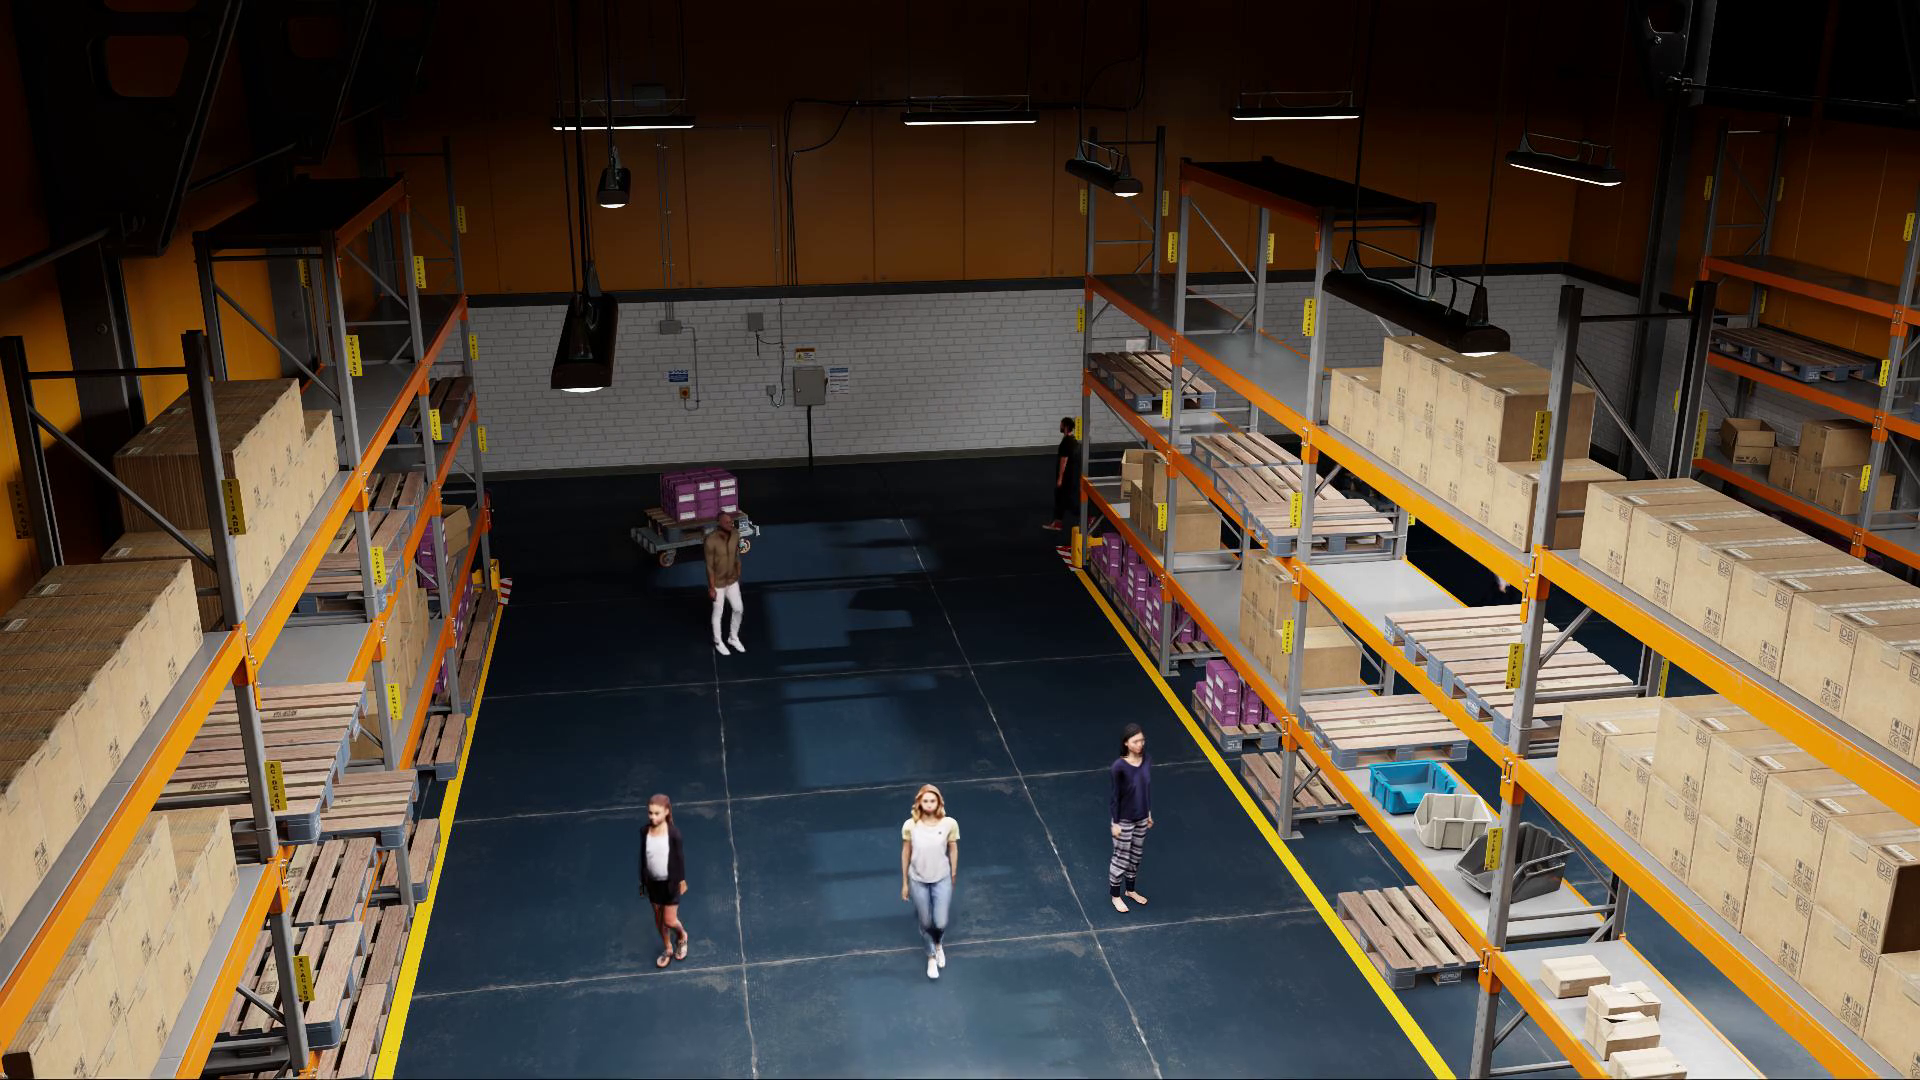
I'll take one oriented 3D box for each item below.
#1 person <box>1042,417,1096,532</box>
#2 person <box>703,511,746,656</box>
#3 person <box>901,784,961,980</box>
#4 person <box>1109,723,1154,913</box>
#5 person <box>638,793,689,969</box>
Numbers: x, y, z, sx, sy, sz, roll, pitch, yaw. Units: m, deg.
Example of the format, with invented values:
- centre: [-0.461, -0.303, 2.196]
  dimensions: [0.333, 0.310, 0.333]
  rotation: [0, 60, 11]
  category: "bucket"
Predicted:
- centre: [1.625, -0.930, 24.468]
  dimensions: [0.918, 1.741, 1.048]
  rotation: [4, 19, 11]
  category: "person"
- centre: [-2.922, 0.500, 20.115]
  dimensions: [0.847, 1.809, 0.845]
  rotation: [-15, 24, -37]
  category: "person"
- centre: [-0.259, 2.751, 13.584]
  dimensions: [0.665, 1.712, 0.664]
  rotation: [-1, 19, -4]
  category: "person"
- centre: [1.486, 2.403, 14.580]
  dimensions: [0.680, 1.735, 0.672]
  rotation: [-13, 23, -35]
  category: "person"
- centre: [-2.432, 2.774, 13.775]
  dimensions: [0.637, 1.546, 0.699]
  rotation: [5, 19, 14]
  category: "person"
